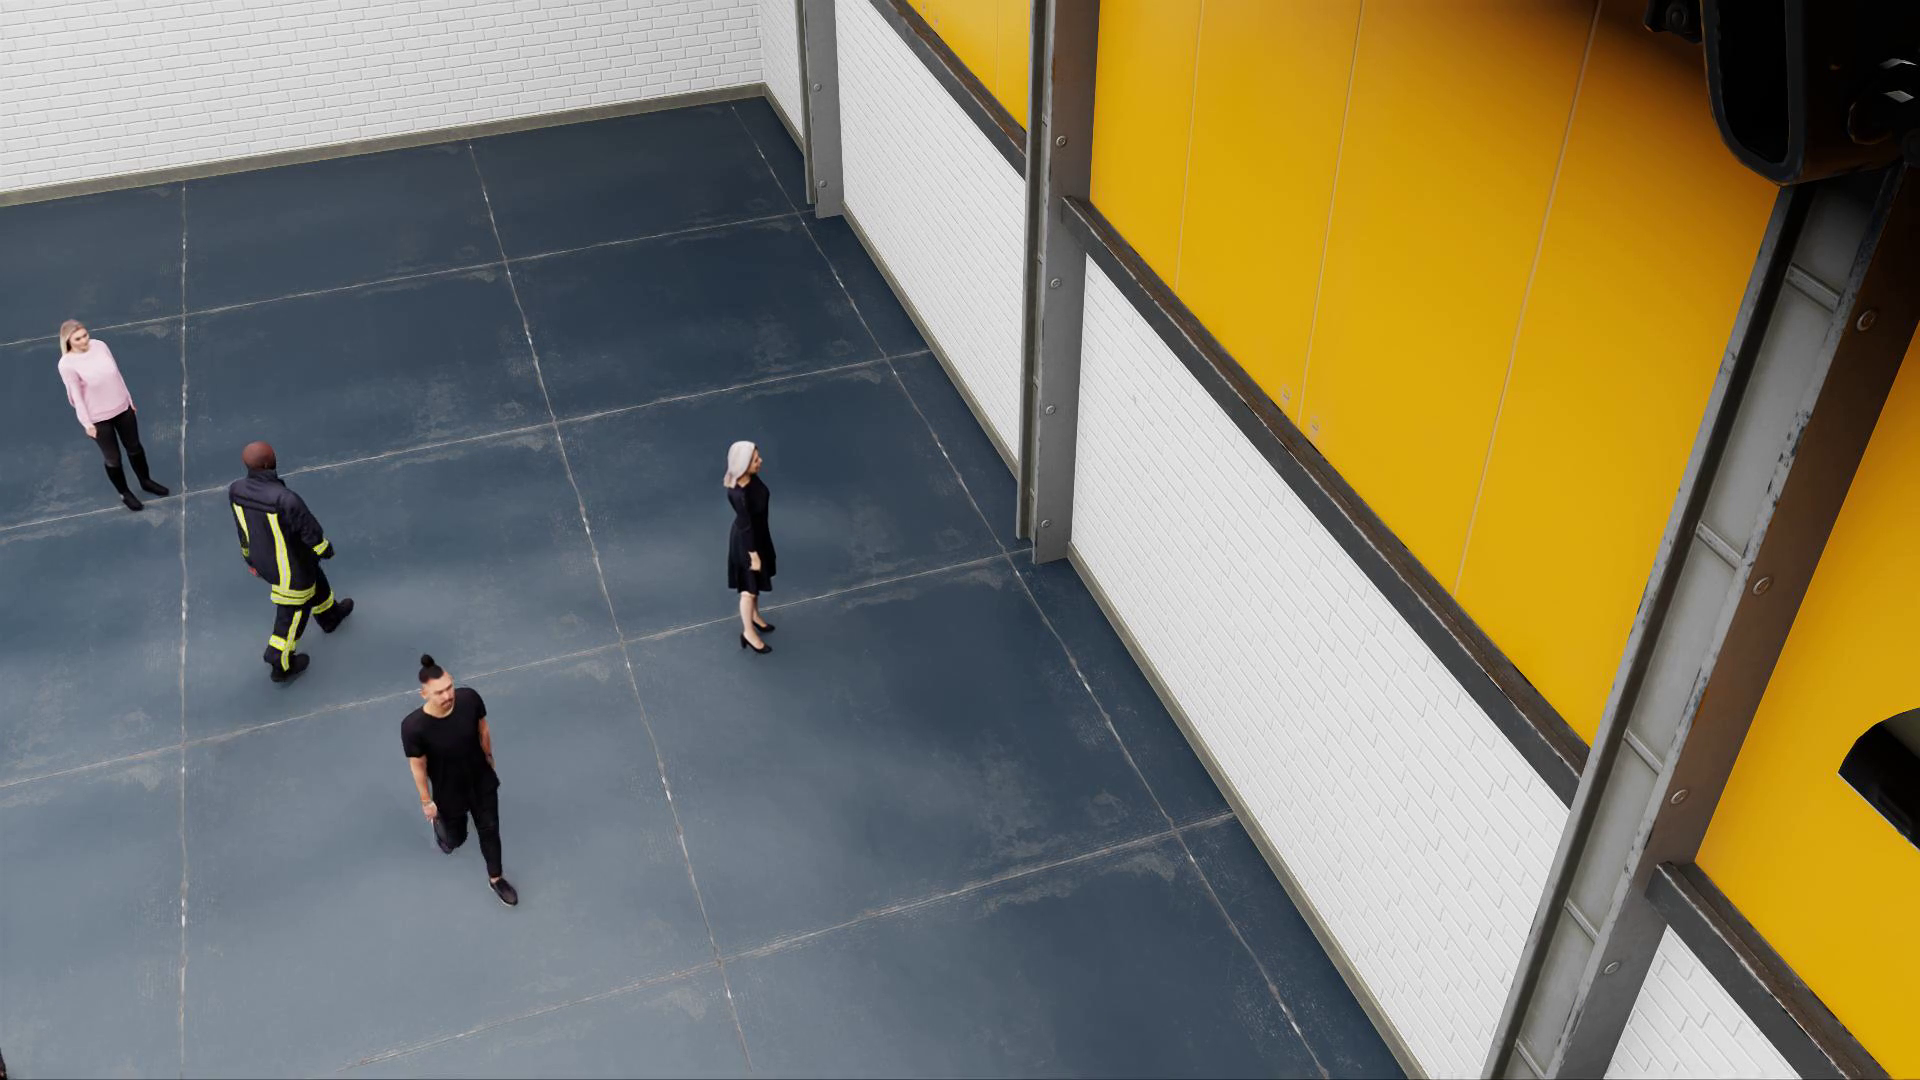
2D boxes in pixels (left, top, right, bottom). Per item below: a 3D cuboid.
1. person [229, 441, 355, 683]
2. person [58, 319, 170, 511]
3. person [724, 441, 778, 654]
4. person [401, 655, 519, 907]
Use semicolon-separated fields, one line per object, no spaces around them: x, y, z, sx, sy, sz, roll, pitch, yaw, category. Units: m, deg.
-4.669;0.173;11.397;1.195;1.783;1.226;17;42;21;person
-6.654;-1.002;12.948;0.743;1.684;0.690;18;42;21;person
-1.458;0.035;11.603;0.750;1.742;0.623;1;39;1;person
-3.009;1.376;9.839;0.912;1.848;1.107;-30;48;-32;person
